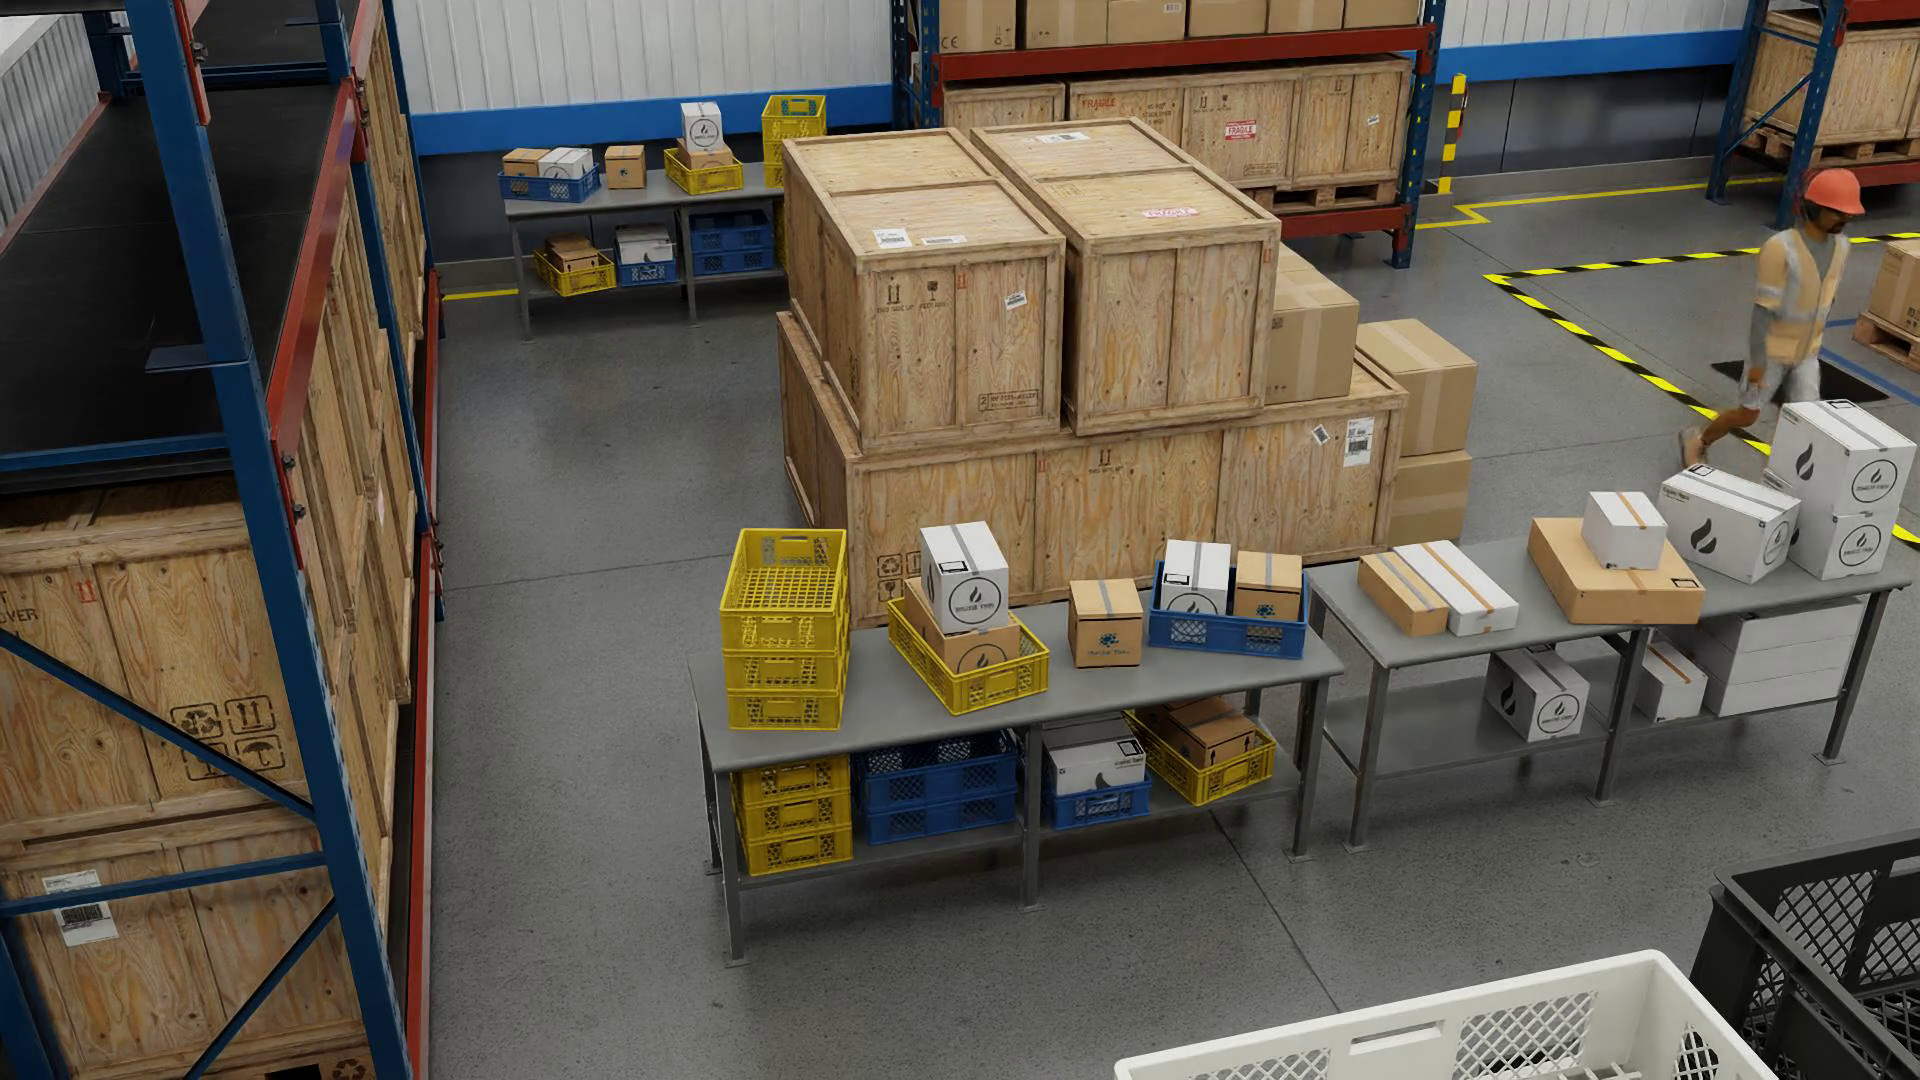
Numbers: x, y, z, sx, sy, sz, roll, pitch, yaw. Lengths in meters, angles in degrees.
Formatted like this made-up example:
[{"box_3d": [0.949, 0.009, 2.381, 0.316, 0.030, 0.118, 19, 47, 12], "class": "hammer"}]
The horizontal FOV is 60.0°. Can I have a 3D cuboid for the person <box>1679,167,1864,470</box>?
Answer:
[{"box_3d": [4.600, -1.102, 9.311, 0.610, 2.043, 0.639, -9, 30, -15], "class": "person"}]
